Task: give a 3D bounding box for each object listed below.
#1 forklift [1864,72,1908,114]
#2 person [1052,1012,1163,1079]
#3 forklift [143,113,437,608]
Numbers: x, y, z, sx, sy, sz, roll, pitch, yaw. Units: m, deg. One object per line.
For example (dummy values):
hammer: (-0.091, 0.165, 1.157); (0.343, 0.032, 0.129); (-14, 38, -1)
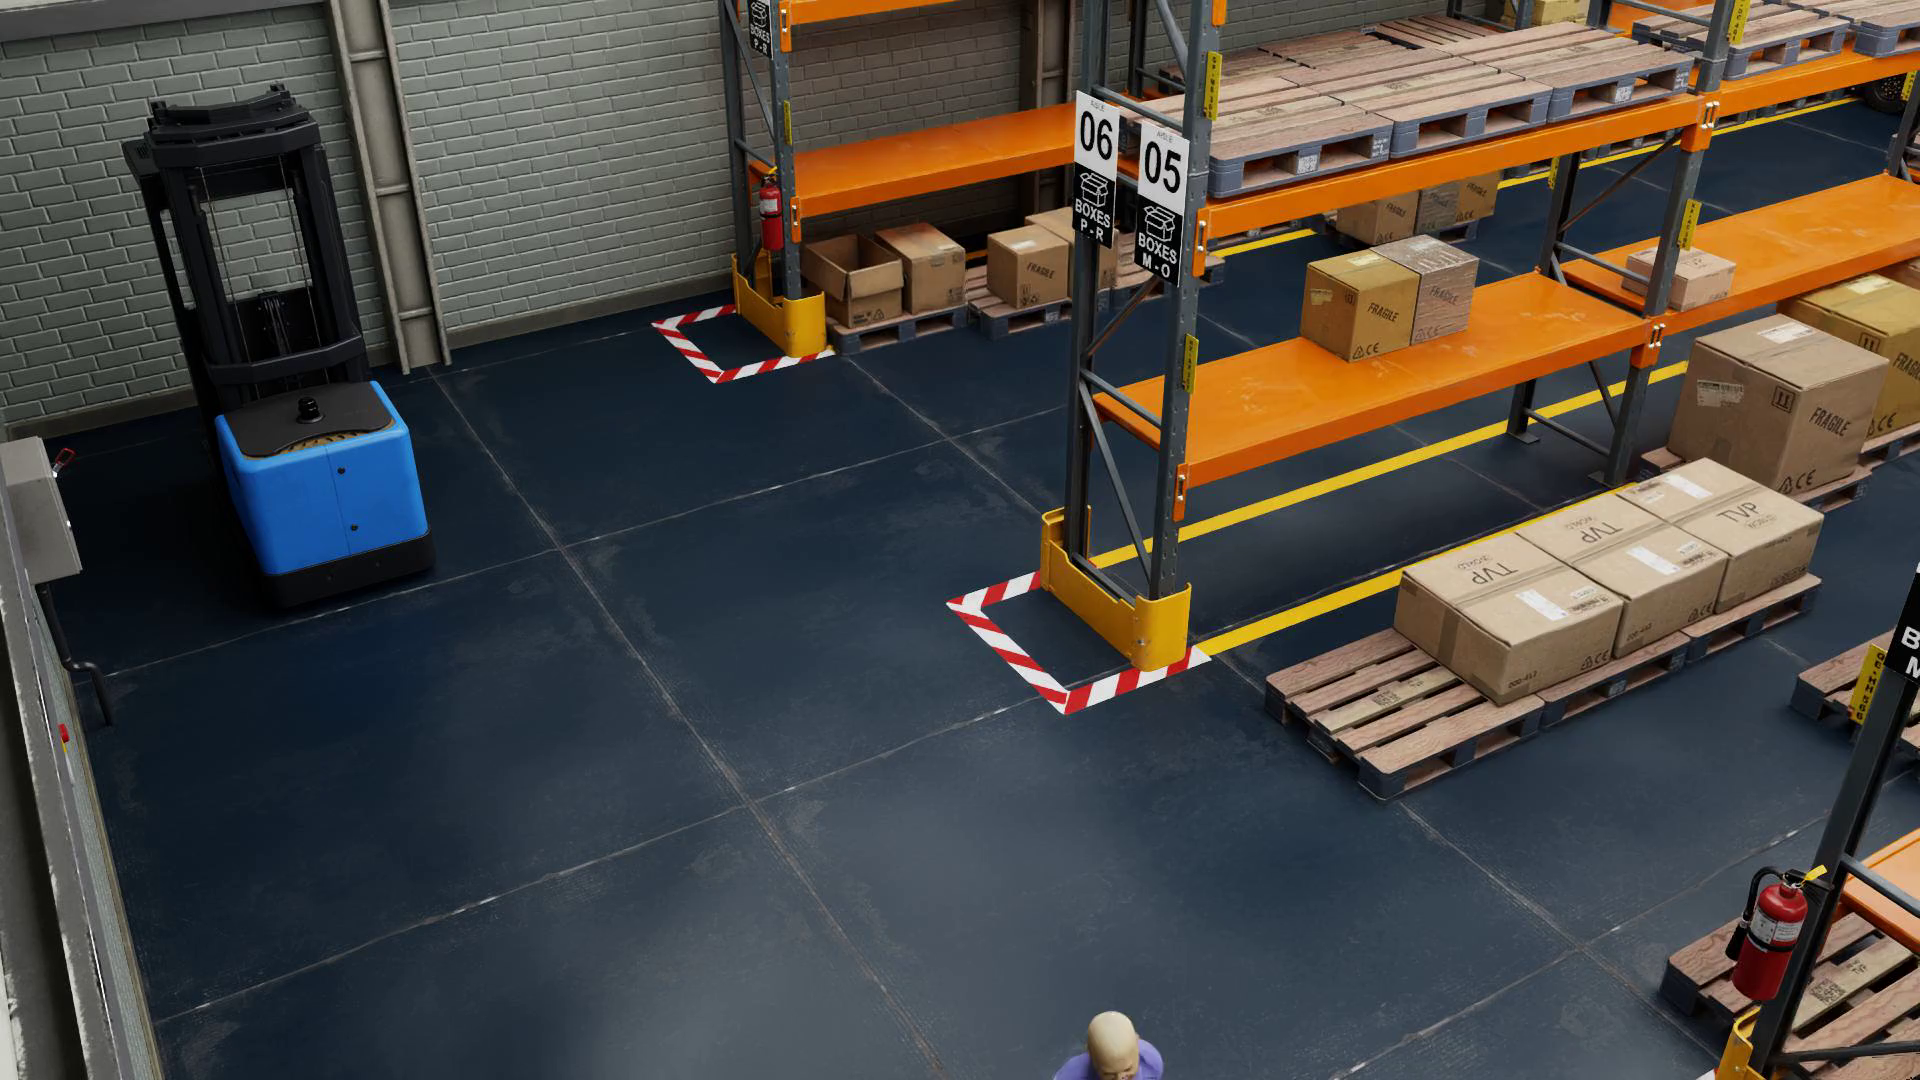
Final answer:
forklift: (11.468, -5.645, 18.244); (1.214, 2.155, 2.313); (-17, 36, -26)
person: (0.454, 2.250, 5.889); (0.587, 1.765, 0.847); (-16, 35, -24)
forklift: (-4.289, -1.259, 10.509); (1.129, 2.768, 1.873); (-17, 36, -26)
